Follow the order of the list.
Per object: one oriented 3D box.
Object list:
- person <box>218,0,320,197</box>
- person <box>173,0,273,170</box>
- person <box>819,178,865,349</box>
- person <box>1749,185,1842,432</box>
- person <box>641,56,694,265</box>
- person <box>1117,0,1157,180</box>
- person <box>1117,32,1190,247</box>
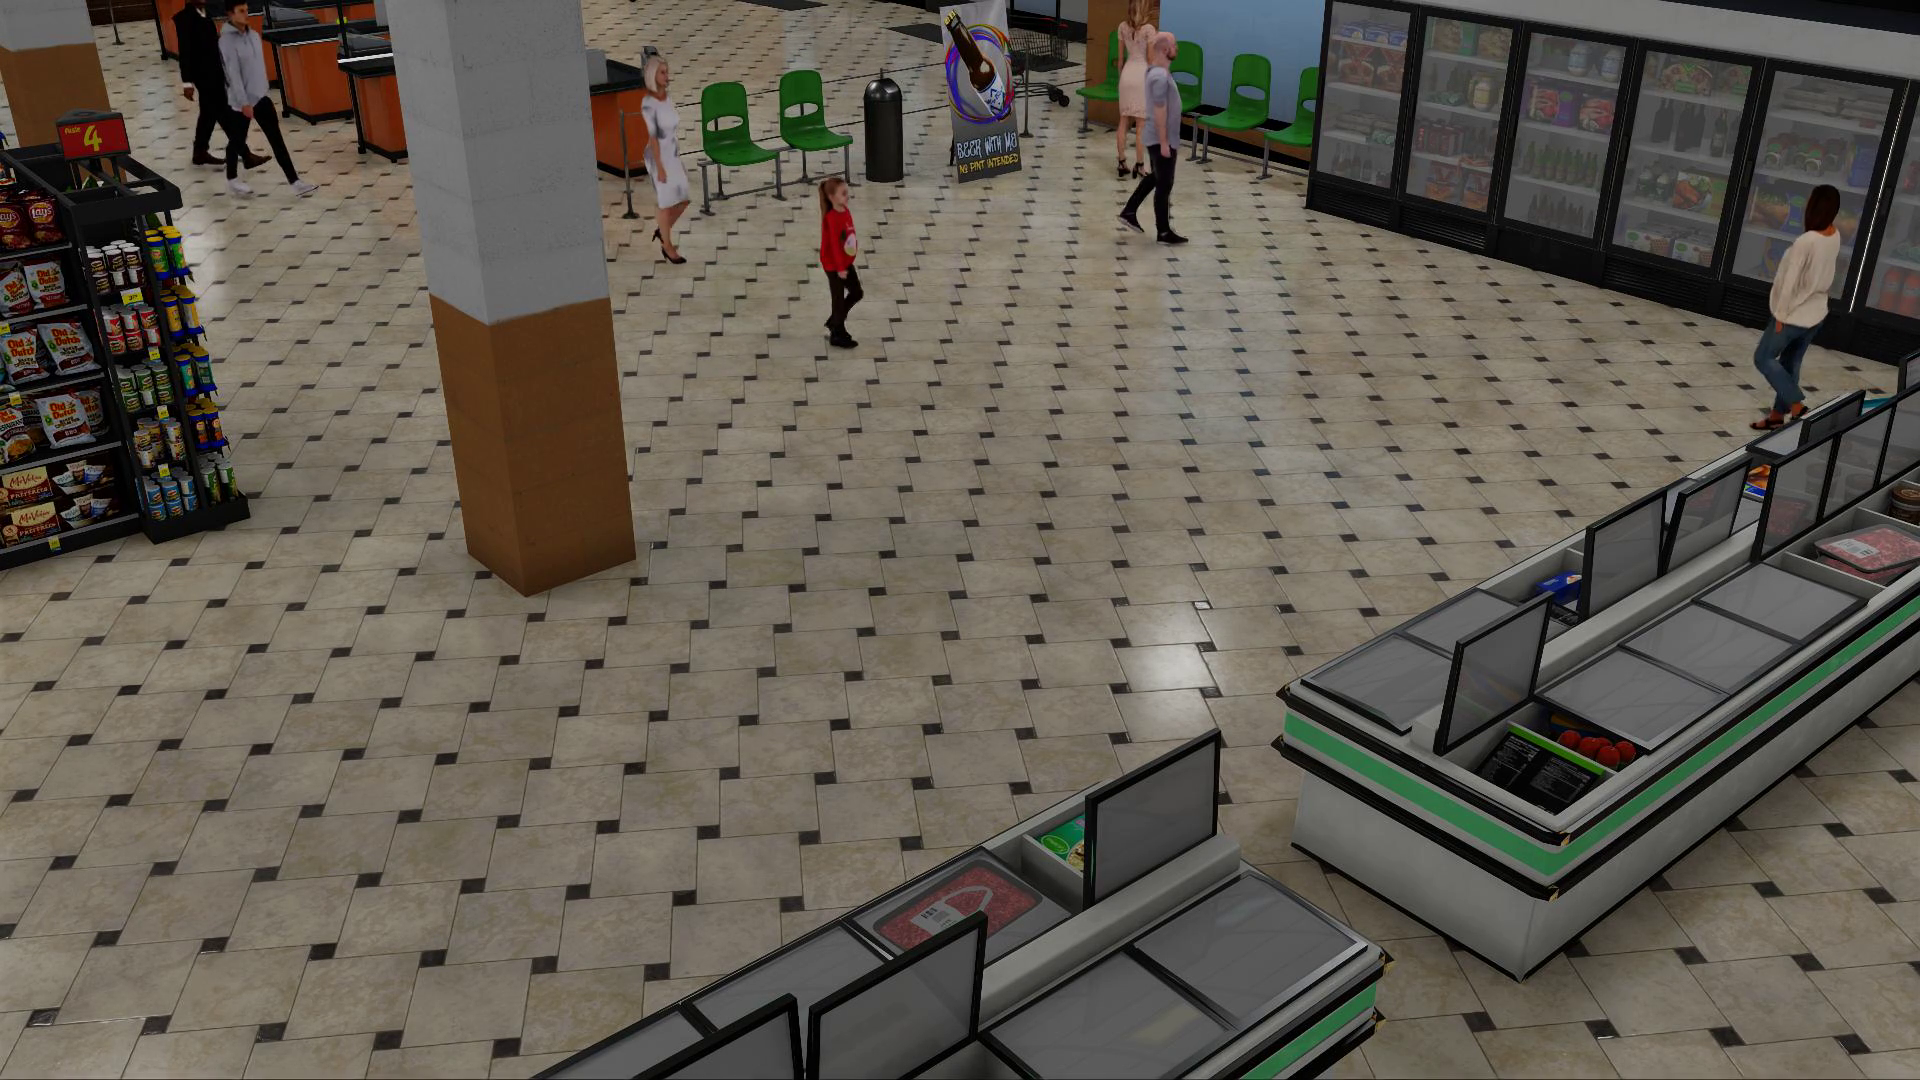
[{"bbox_3d":[-6.844,-4.173,15.811,1.170,1.873,1.287,9,28,18],"label":"person"},{"bbox_3d":[-7.678,-4.667,16.794,1.278,1.864,1.210,2,27,4],"label":"person"},{"bbox_3d":[-0.937,-2.038,12.263,0.649,1.273,0.575,9,28,17],"label":"person"},{"bbox_3d":[5.405,-1.407,10.577,0.687,1.674,0.729,-15,31,-27],"label":"person"},{"bbox_3d":[-2.560,-3.197,14.034,0.767,1.740,0.689,9,28,17],"label":"person"},{"bbox_3d":[1.738,-4.532,16.567,0.612,1.830,0.569,19,32,32],"label":"person"},{"bbox_3d":[1.698,-3.508,14.546,1.017,1.832,0.948,1,27,2],"label":"person"}]
